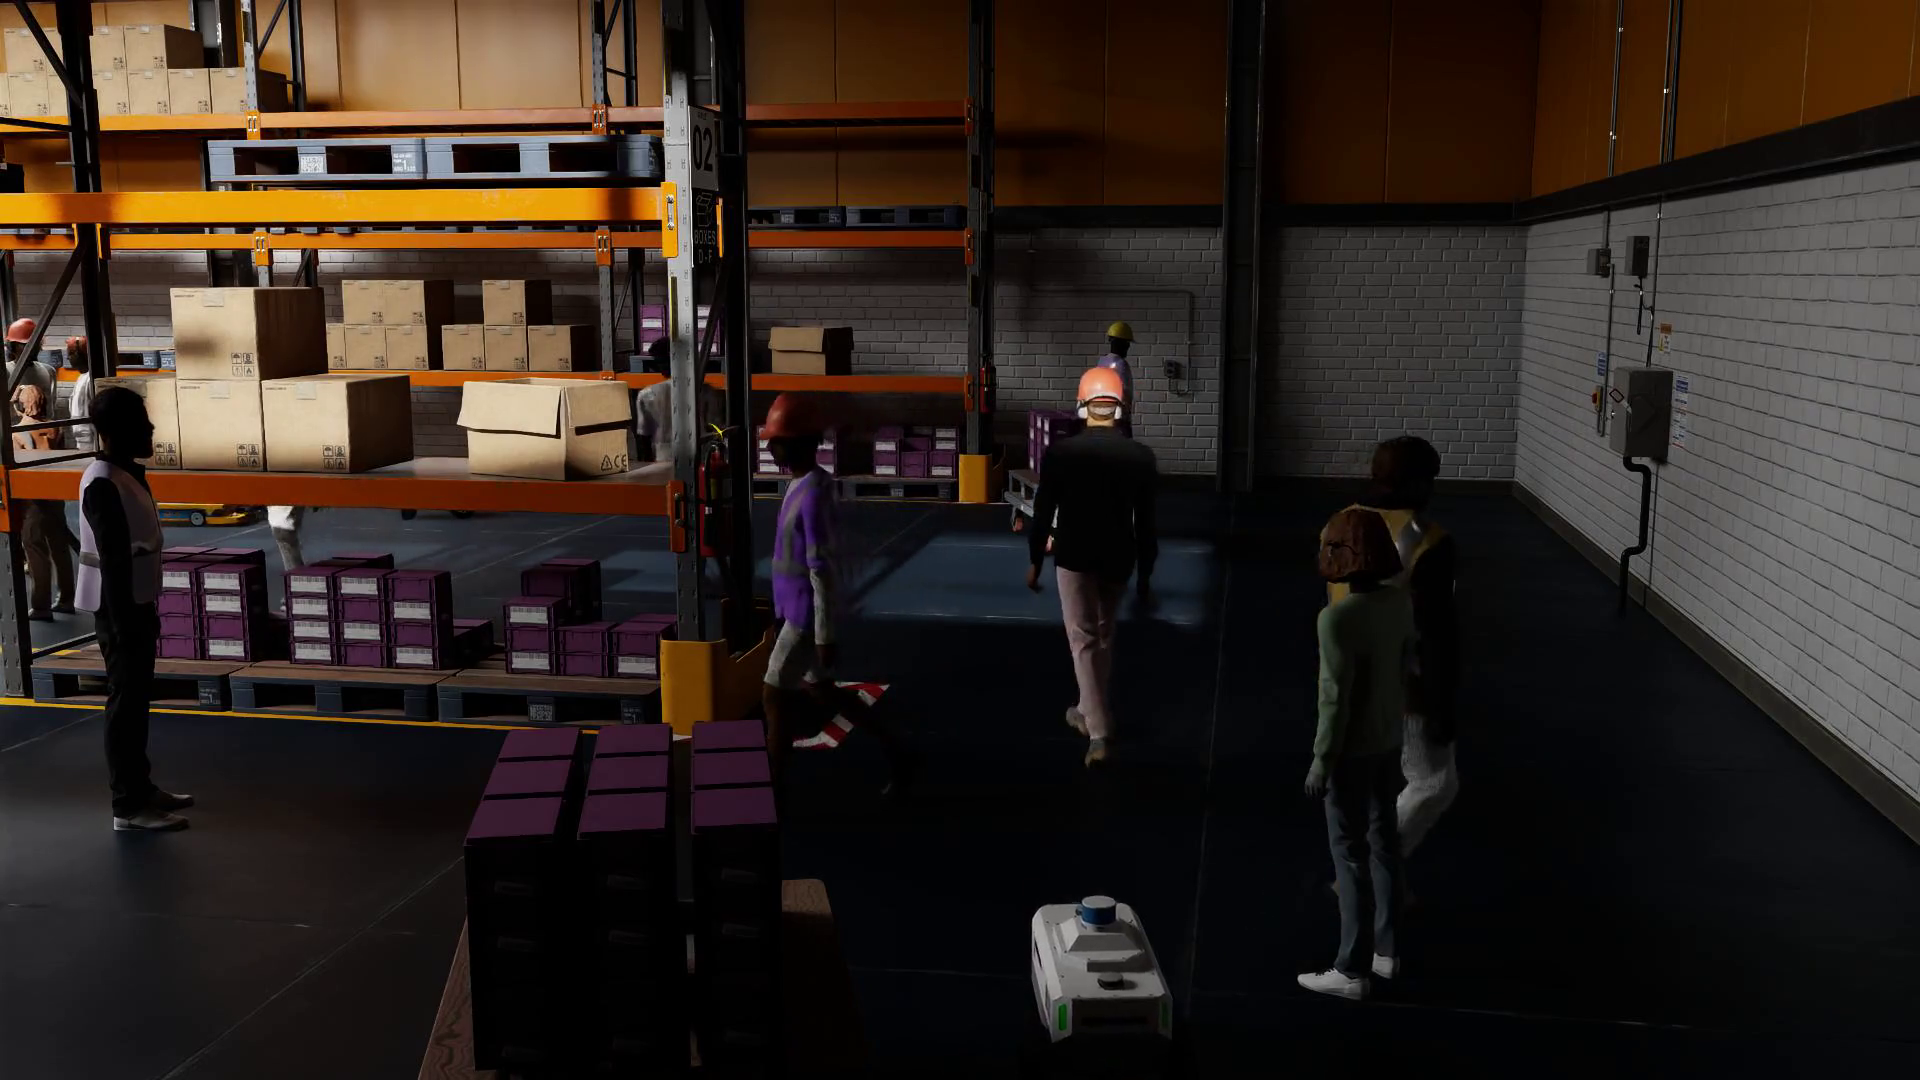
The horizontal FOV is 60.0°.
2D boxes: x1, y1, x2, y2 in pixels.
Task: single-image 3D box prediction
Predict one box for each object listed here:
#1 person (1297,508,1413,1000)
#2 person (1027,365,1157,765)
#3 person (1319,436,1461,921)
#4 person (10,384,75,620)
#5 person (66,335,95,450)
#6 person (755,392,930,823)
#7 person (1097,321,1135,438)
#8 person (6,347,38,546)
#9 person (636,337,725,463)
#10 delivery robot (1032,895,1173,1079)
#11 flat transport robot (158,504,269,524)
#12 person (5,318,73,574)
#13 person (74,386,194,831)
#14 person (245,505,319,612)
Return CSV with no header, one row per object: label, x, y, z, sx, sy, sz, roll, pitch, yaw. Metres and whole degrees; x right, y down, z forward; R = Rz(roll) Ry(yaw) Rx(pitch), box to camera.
person,1.325,0.708,5.546,0.271,1.632,0.503,9,13,44
person,0.678,0.107,8.305,0.606,1.956,1.006,-3,10,-16
person,1.548,0.533,6.027,0.444,1.828,0.648,-5,11,-30
person,-6.409,-0.258,11.558,0.313,1.646,0.530,2,9,9
person,-7.337,-0.792,14.086,0.361,1.884,0.574,-7,11,-35
person,-0.589,0.300,7.268,0.893,1.908,0.553,-1,9,-8
person,1.549,-1.191,16.435,0.369,1.925,0.586,-4,10,-21
person,-8.190,-0.831,14.530,0.643,1.831,0.432,7,12,38
person,-2.103,-0.559,12.525,0.635,1.916,0.845,-3,10,-20
delivery robot,0.409,1.299,4.930,0.477,0.478,0.707,0,9,-3
flat transport robot,-7.501,-0.302,16.032,1.431,0.197,0.652,1,9,4
person,-7.443,-0.754,13.359,0.390,2.039,0.614,3,10,19
person,-3.610,0.297,7.214,0.392,1.922,0.591,-3,10,-20
person,-4.825,-0.291,11.777,0.547,1.618,0.535,4,10,22
